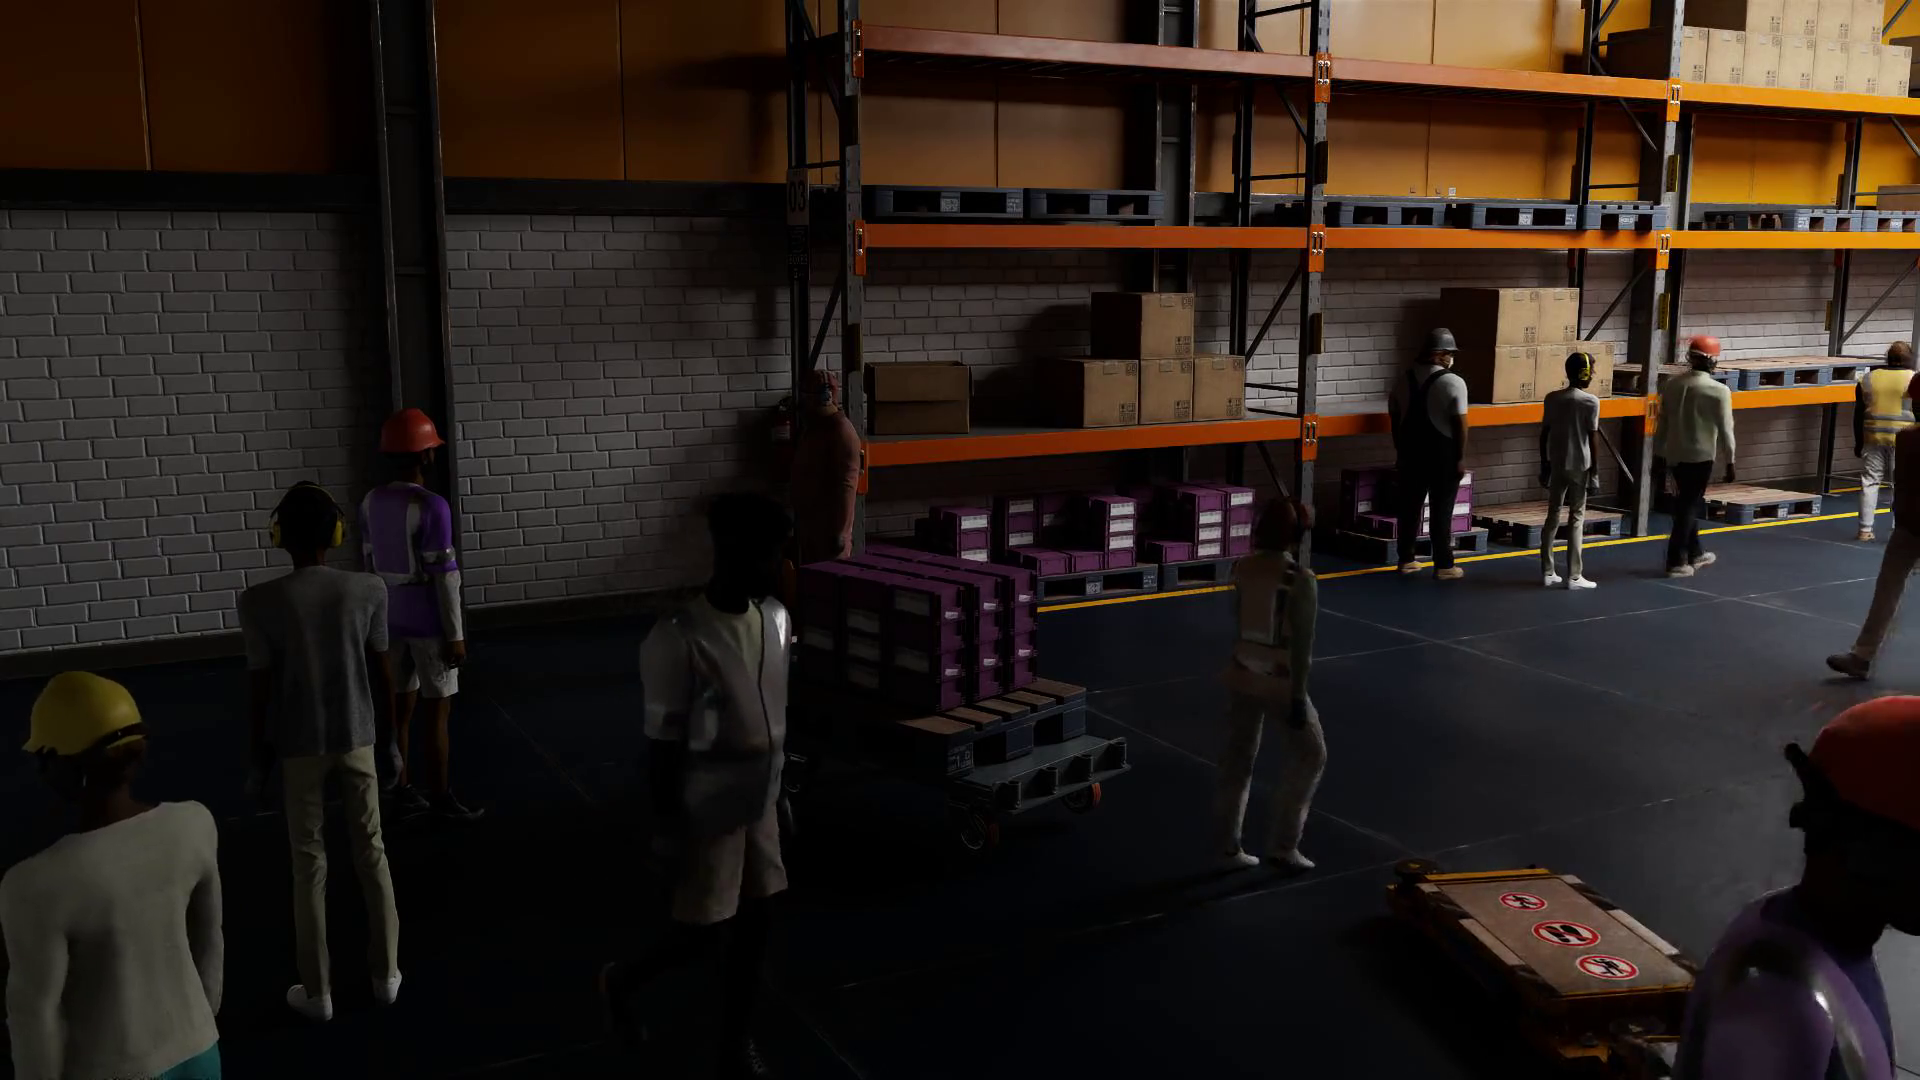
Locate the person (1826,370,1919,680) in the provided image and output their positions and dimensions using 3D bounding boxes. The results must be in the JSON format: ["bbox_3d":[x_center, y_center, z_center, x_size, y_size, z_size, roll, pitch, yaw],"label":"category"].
[{"bbox_3d":[5.892,-0.077,10.191,1.023,1.942,0.624,-3,10,-19],"label":"person"}]

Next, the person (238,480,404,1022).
[{"bbox_3d":[-2.195,0.729,5.747,0.518,1.869,0.327,-6,12,-31],"label":"person"}]

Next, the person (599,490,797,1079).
[{"bbox_3d":[-0.803,0.793,5.197,0.636,1.933,0.602,6,12,33],"label":"person"}]

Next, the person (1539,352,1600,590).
[{"bbox_3d":[4.800,-0.543,13.082,0.327,1.863,0.521,-7,12,-34],"label":"person"}]

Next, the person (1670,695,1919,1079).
[{"bbox_3d":[1.225,1.214,2.527,0.547,2.016,0.664,6,12,33],"label":"person"}]

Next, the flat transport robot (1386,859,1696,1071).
[{"bbox_3d":[2.134,1.480,6.013,0.652,0.197,1.431,-1,10,-9],"label":"flat transport robot"}]

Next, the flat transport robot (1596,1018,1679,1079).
[{"bbox_3d":[2.383,1.724,4.609,0.652,0.197,1.431,0,10,-3],"label":"flat transport robot"}]

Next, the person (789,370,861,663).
[{"bbox_3d":[-0.867,-0.108,10.453,0.407,1.909,0.639,-5,11,-25],"label":"person"}]

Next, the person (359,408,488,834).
[{"bbox_3d":[-2.462,0.370,7.595,0.547,1.942,0.350,6,11,30],"label":"person"}]

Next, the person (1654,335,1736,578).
[{"bbox_3d":[6.086,-0.683,13.572,0.864,1.965,0.652,-5,11,-26],"label":"person"}]

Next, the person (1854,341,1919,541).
[{"bbox_3d":[8.454,-0.876,15.092,0.429,1.837,0.648,-9,13,-41],"label":"person"}]

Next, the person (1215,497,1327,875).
[{"bbox_3d":[1.319,0.626,7.016,0.528,1.615,0.553,-6,11,-29],"label":"person"}]

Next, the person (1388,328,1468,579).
[{"bbox_3d":[3.855,-0.713,13.546,0.536,2.000,0.684,-8,13,-40],"label":"person"}]

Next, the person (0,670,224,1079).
[{"bbox_3d":[-1.833,1.148,3.649,0.336,1.760,0.528,4,11,24],"label":"person"}]
